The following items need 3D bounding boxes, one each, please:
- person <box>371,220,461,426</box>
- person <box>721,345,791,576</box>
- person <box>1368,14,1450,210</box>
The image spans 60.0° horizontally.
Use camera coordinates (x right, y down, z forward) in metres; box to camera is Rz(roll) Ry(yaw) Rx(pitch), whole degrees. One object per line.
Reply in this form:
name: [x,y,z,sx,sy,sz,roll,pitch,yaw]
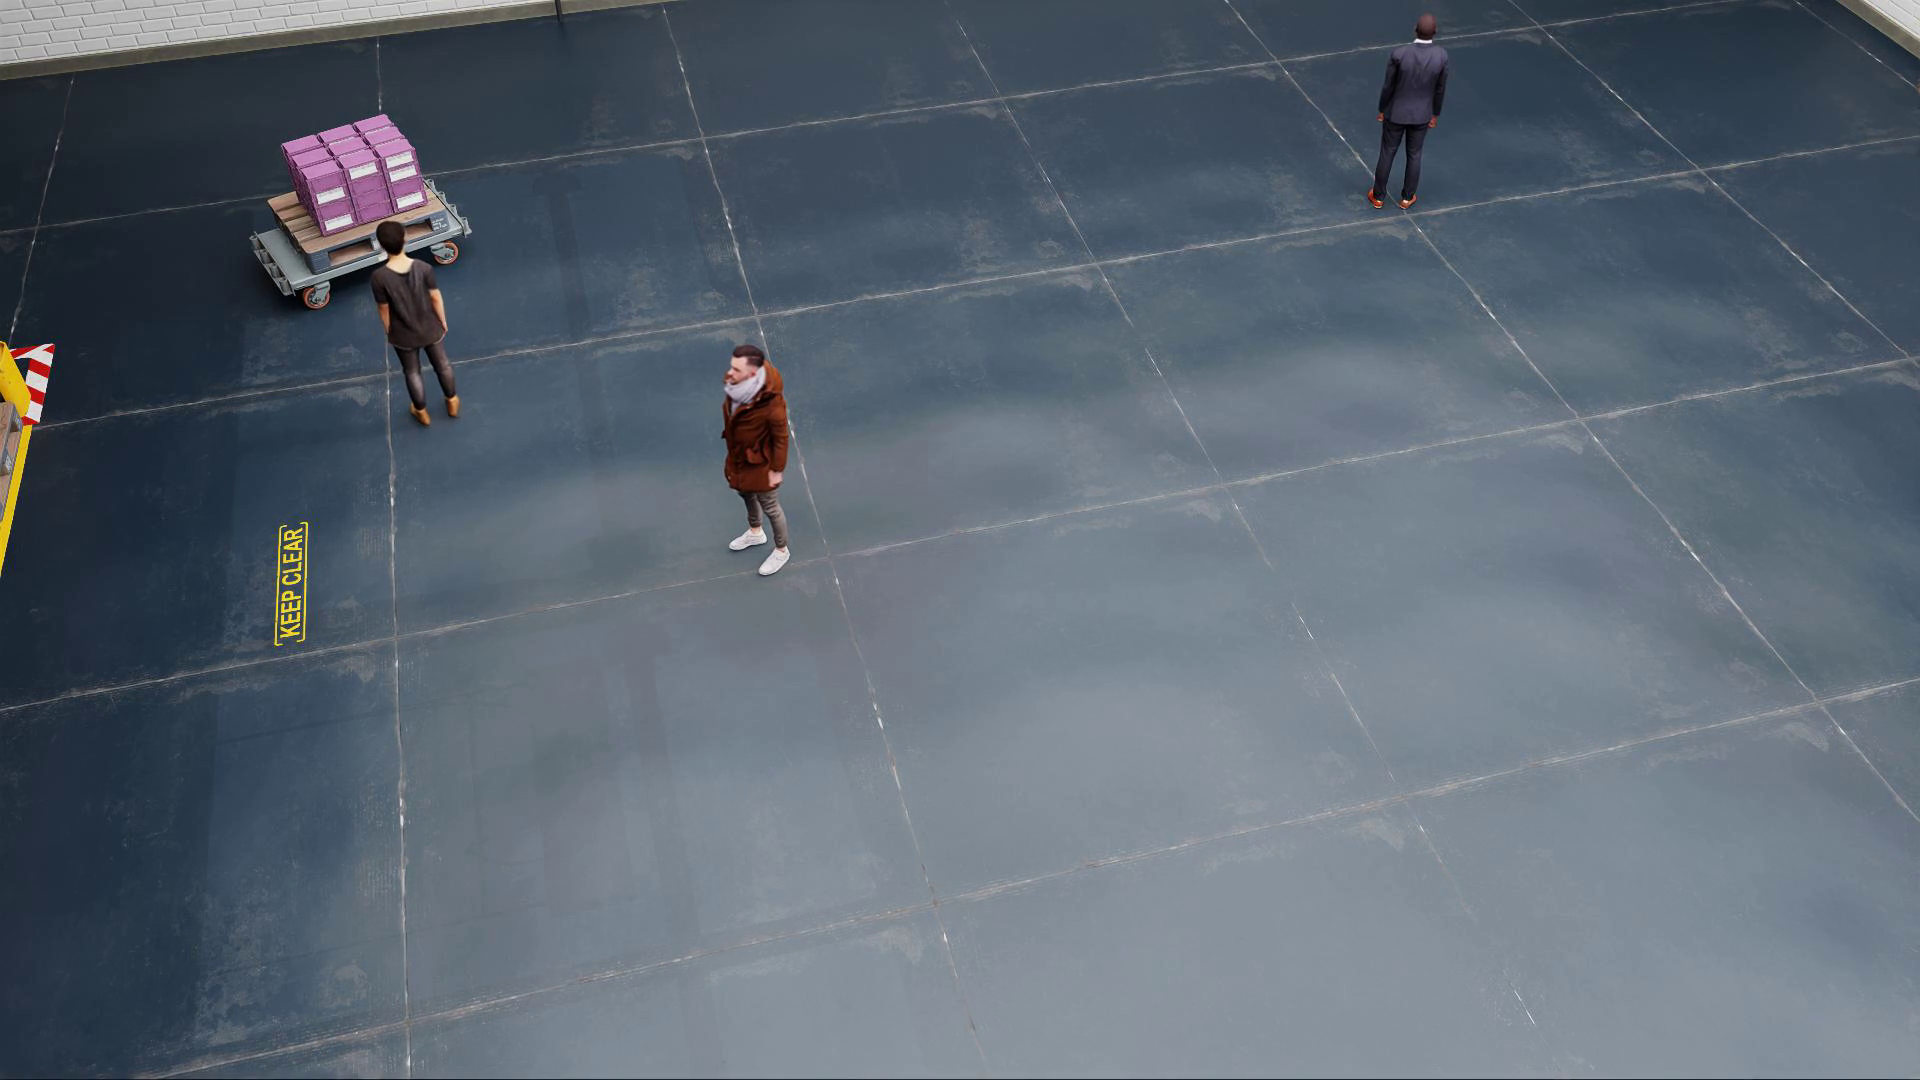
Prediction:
person: [-4.067,-1.610,12.404,0.650,1.714,0.600,-18,46,-18]
person: [-1.375,-0.568,11.219,0.893,1.839,0.798,-32,52,-29]
person: [3.926,-3.736,14.555,0.782,1.824,0.750,6,44,6]
